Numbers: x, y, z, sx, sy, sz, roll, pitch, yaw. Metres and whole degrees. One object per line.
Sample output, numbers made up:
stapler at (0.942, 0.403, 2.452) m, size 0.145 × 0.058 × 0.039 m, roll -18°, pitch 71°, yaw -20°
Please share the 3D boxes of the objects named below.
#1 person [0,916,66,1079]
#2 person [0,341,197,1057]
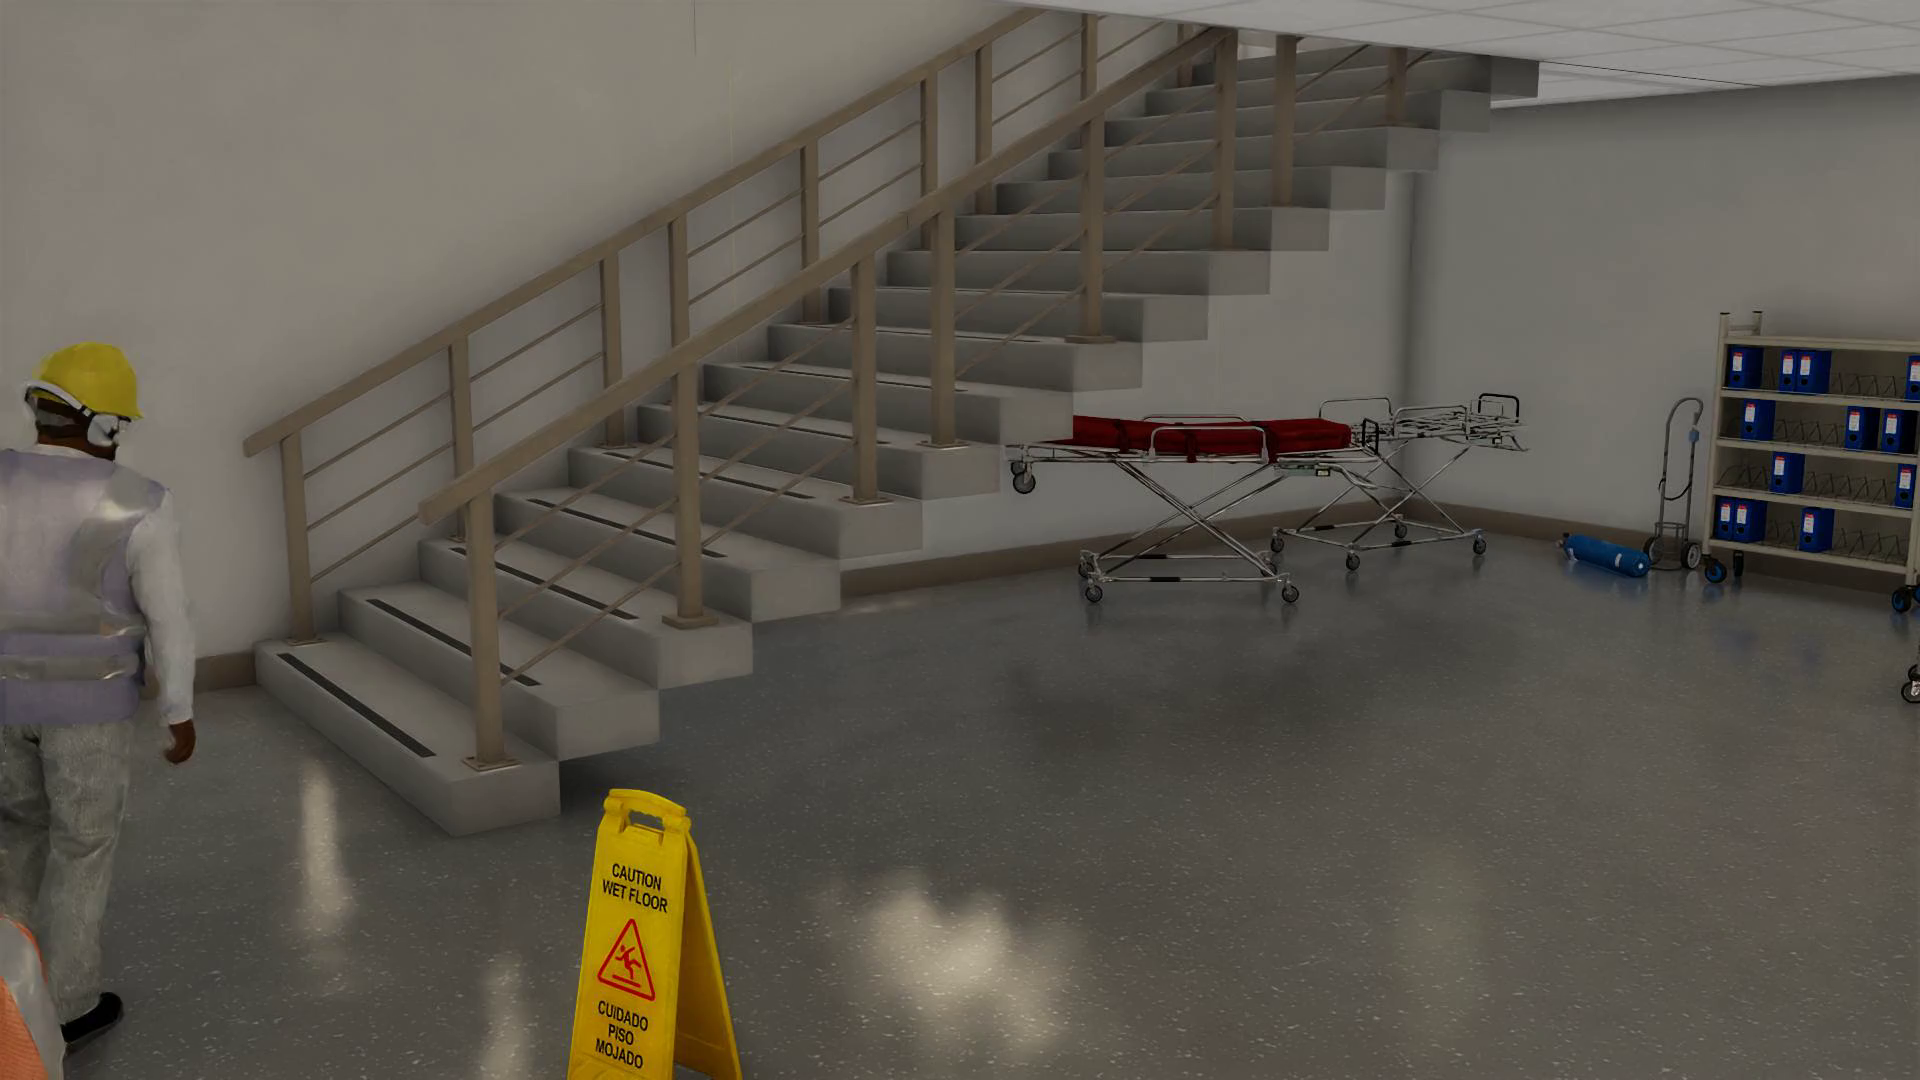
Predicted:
person at (-0.970, 0.923, 1.522) m, size 0.318 × 1.697 × 0.535 m, roll 1°, pitch 10°, yaw 4°
person at (-2.286, 0.397, 4.266) m, size 0.618 × 1.797 × 0.503 m, roll 0°, pitch 10°, yaw -1°
